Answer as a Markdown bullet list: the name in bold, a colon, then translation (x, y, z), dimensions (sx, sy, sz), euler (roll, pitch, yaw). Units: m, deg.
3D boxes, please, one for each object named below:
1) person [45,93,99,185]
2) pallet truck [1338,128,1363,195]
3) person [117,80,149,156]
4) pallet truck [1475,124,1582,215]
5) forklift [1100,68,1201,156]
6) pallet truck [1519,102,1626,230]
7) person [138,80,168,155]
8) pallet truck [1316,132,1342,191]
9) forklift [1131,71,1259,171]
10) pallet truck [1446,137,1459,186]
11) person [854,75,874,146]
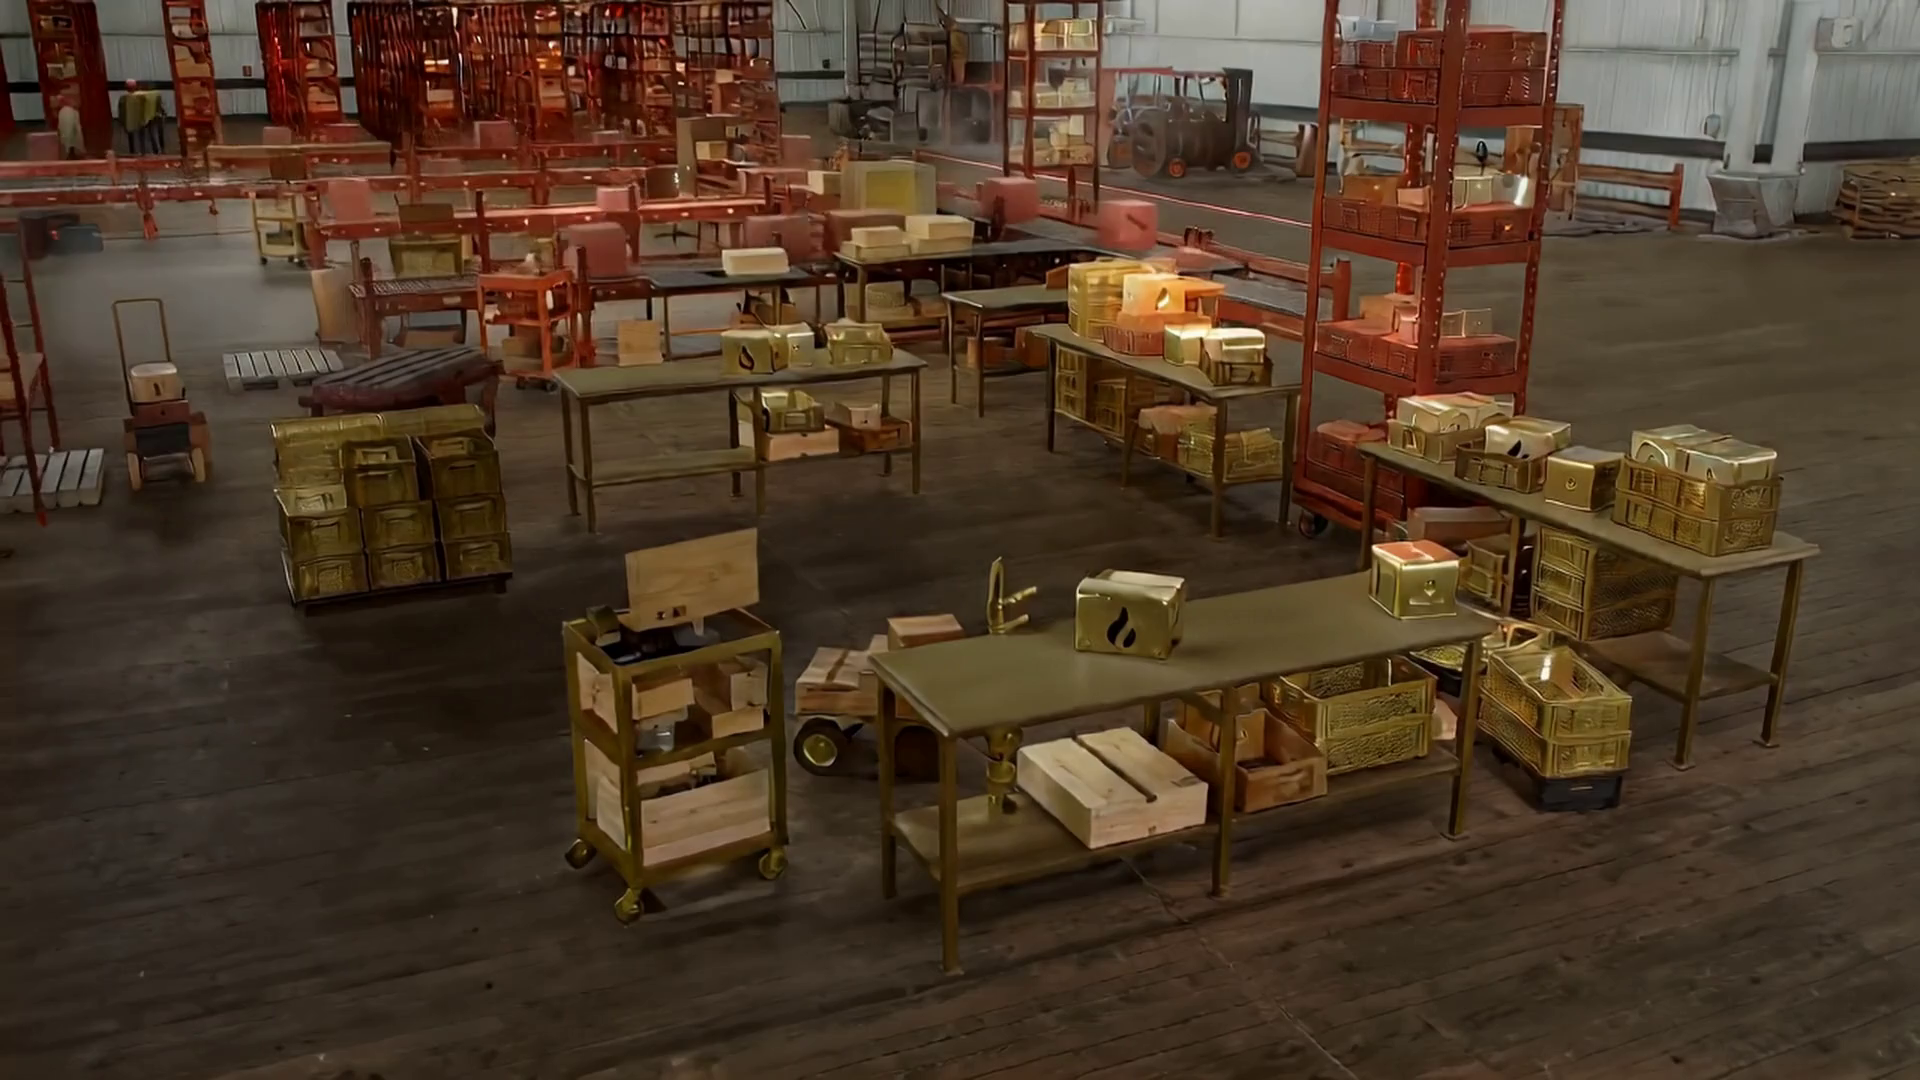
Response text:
- **person**: translation (-17.297, -7.702, 32.244), dimensions (0.973, 1.862, 0.648), euler (-1, 18, -4)
- **pallet truck**: translation (7.845, -7.140, 31.411), dimensions (1.522, 1.261, 0.704), euler (-9, 20, -25)
- **person**: translation (-18.156, -9.111, 36.573), dimensions (0.619, 1.921, 1.072), euler (-10, 20, -28)
- **pallet truck**: translation (9.707, -6.455, 28.103), dimensions (1.885, 1.965, 0.823), euler (-7, 19, -20)
- **forklift**: translation (4.082, -9.564, 37.410), dimensions (2.680, 1.987, 1.157), euler (-8, 19, -23)
- **pallet truck**: translation (9.972, -6.037, 26.785), dimensions (1.885, 1.965, 0.823), euler (-9, 20, -25)
- **person**: translation (-19.440, -10.159, 40.087), dimensions (0.594, 1.792, 0.950), euler (-8, 19, -23)
- **pallet truck**: translation (7.723, -7.504, 32.656), dimensions (1.601, 1.201, 0.680), euler (-8, 19, -23)
- **forklift**: translation (4.998, -8.936, 35.413), dimensions (2.680, 1.987, 1.157), euler (-9, 20, -25)
- **pallet truck**: translation (9.184, -6.485, 29.328), dimensions (1.630, 1.274, 0.653), euler (-8, 19, -23)
- **person**: translation (-2.441, -11.224, 43.451), dimensions (0.577, 1.794, 0.807), euler (12, 21, 33)
